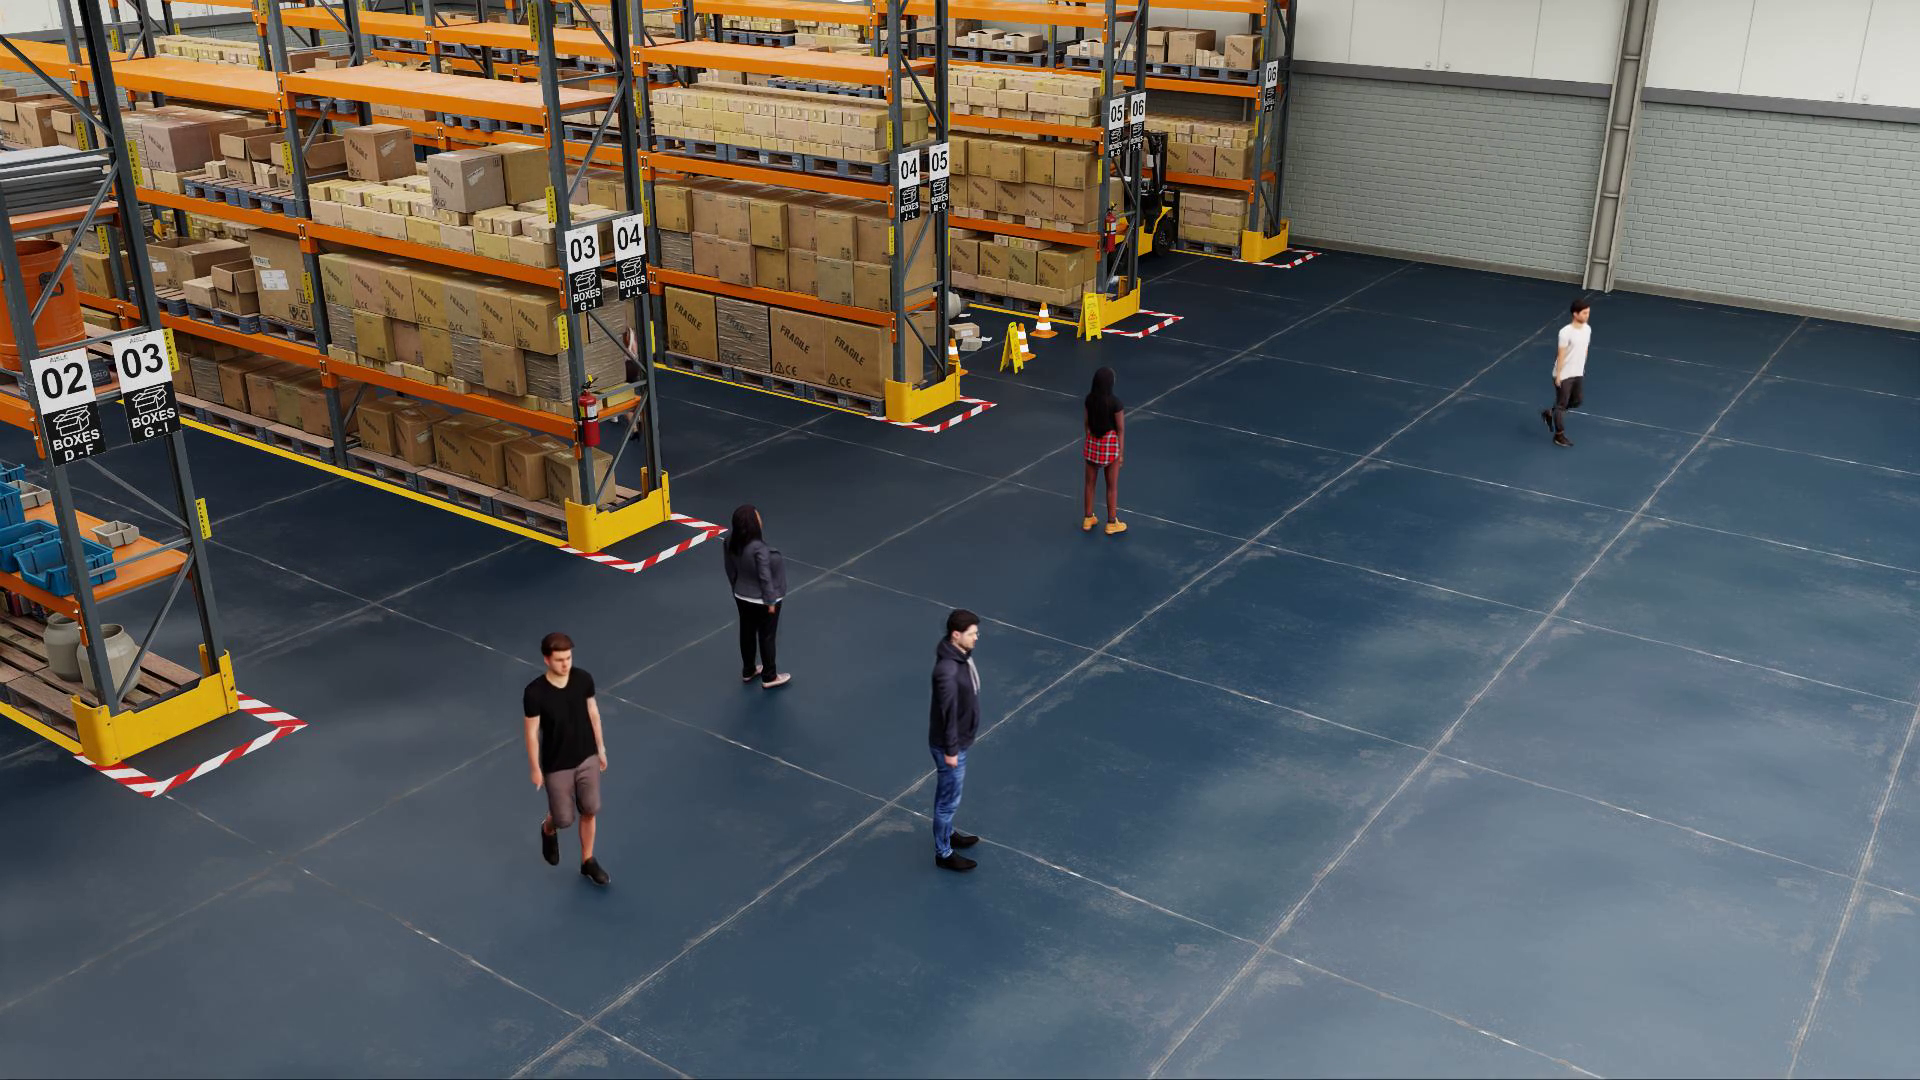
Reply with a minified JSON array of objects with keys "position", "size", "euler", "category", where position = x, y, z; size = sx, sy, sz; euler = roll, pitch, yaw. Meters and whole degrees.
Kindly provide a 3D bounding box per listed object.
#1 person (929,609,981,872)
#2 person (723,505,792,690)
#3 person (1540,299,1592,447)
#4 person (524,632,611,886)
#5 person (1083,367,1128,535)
[{"position":[-0.063,1.326,11.244],"size":[0.761,1.889,0.758],"euler":[2,23,4],"category":"person"},{"position":[-1.676,0.452,13.674],"size":[0.611,1.597,0.741],"euler":[18,29,36],"category":"person"},{"position":[6.971,-1.958,19.196],"size":[0.821,1.710,0.929],"euler":[-12,26,-27],"category":"person"},{"position":[-2.641,1.421,11.075],"size":[0.800,1.847,0.939],"euler":[-18,29,-37],"category":"person"},{"position":[1.439,-0.908,16.703],"size":[0.520,1.728,0.659],"euler":[15,27,31],"category":"person"}]
